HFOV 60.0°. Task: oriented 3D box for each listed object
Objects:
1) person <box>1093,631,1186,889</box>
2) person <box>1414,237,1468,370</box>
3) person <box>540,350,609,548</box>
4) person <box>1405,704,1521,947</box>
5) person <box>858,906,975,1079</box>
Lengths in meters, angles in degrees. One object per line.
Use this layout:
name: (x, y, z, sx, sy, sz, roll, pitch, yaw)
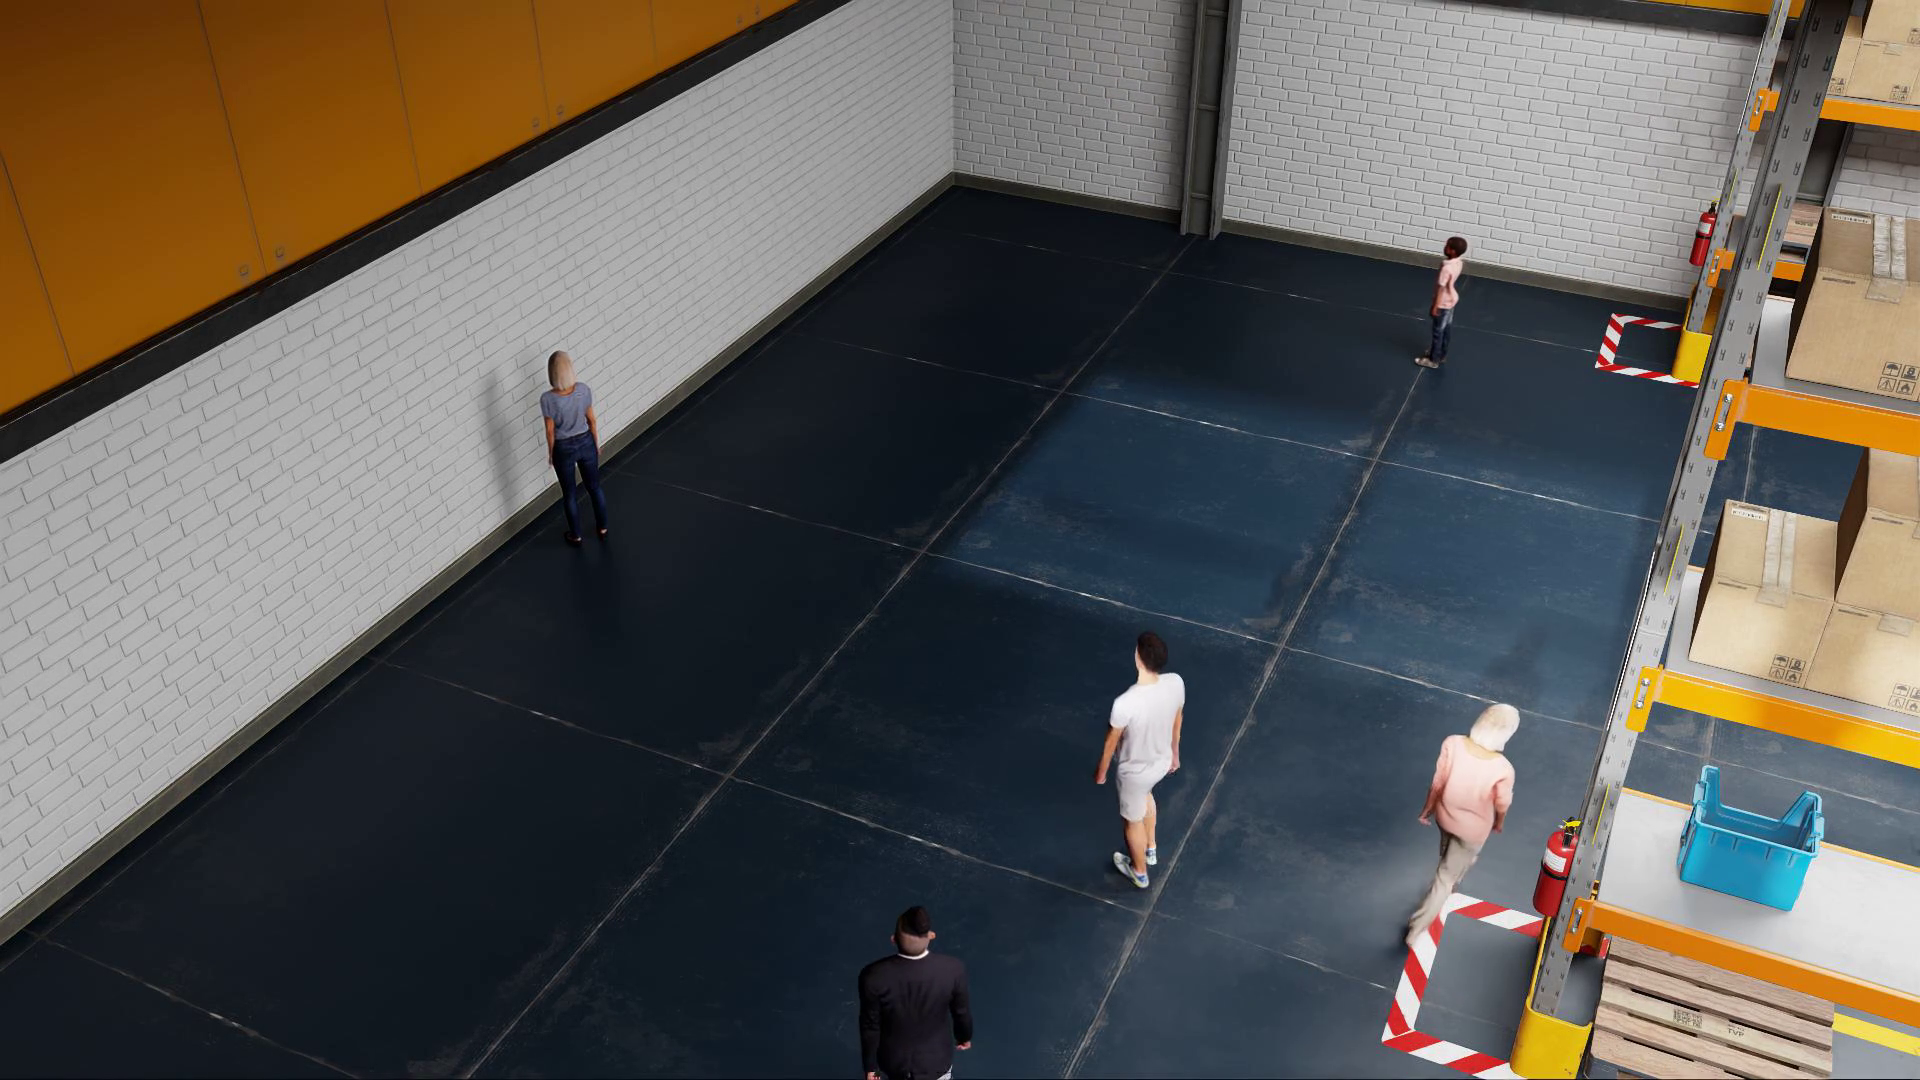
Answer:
person: (1.142, 1.379, 9.922, 0.793, 1.843, 0.806, -22, 40, -30)
person: (4.656, -2.285, 15.918, 0.532, 1.308, 0.529, 21, 39, 28)
person: (-3.062, -0.727, 13.199, 0.656, 1.723, 0.685, -17, 37, -24)
person: (2.868, 1.680, 9.621, 1.104, 1.675, 0.900, 24, 41, 32)
person: (-0.207, 2.553, 8.095, 1.299, 1.911, 1.207, -3, 34, -5)
